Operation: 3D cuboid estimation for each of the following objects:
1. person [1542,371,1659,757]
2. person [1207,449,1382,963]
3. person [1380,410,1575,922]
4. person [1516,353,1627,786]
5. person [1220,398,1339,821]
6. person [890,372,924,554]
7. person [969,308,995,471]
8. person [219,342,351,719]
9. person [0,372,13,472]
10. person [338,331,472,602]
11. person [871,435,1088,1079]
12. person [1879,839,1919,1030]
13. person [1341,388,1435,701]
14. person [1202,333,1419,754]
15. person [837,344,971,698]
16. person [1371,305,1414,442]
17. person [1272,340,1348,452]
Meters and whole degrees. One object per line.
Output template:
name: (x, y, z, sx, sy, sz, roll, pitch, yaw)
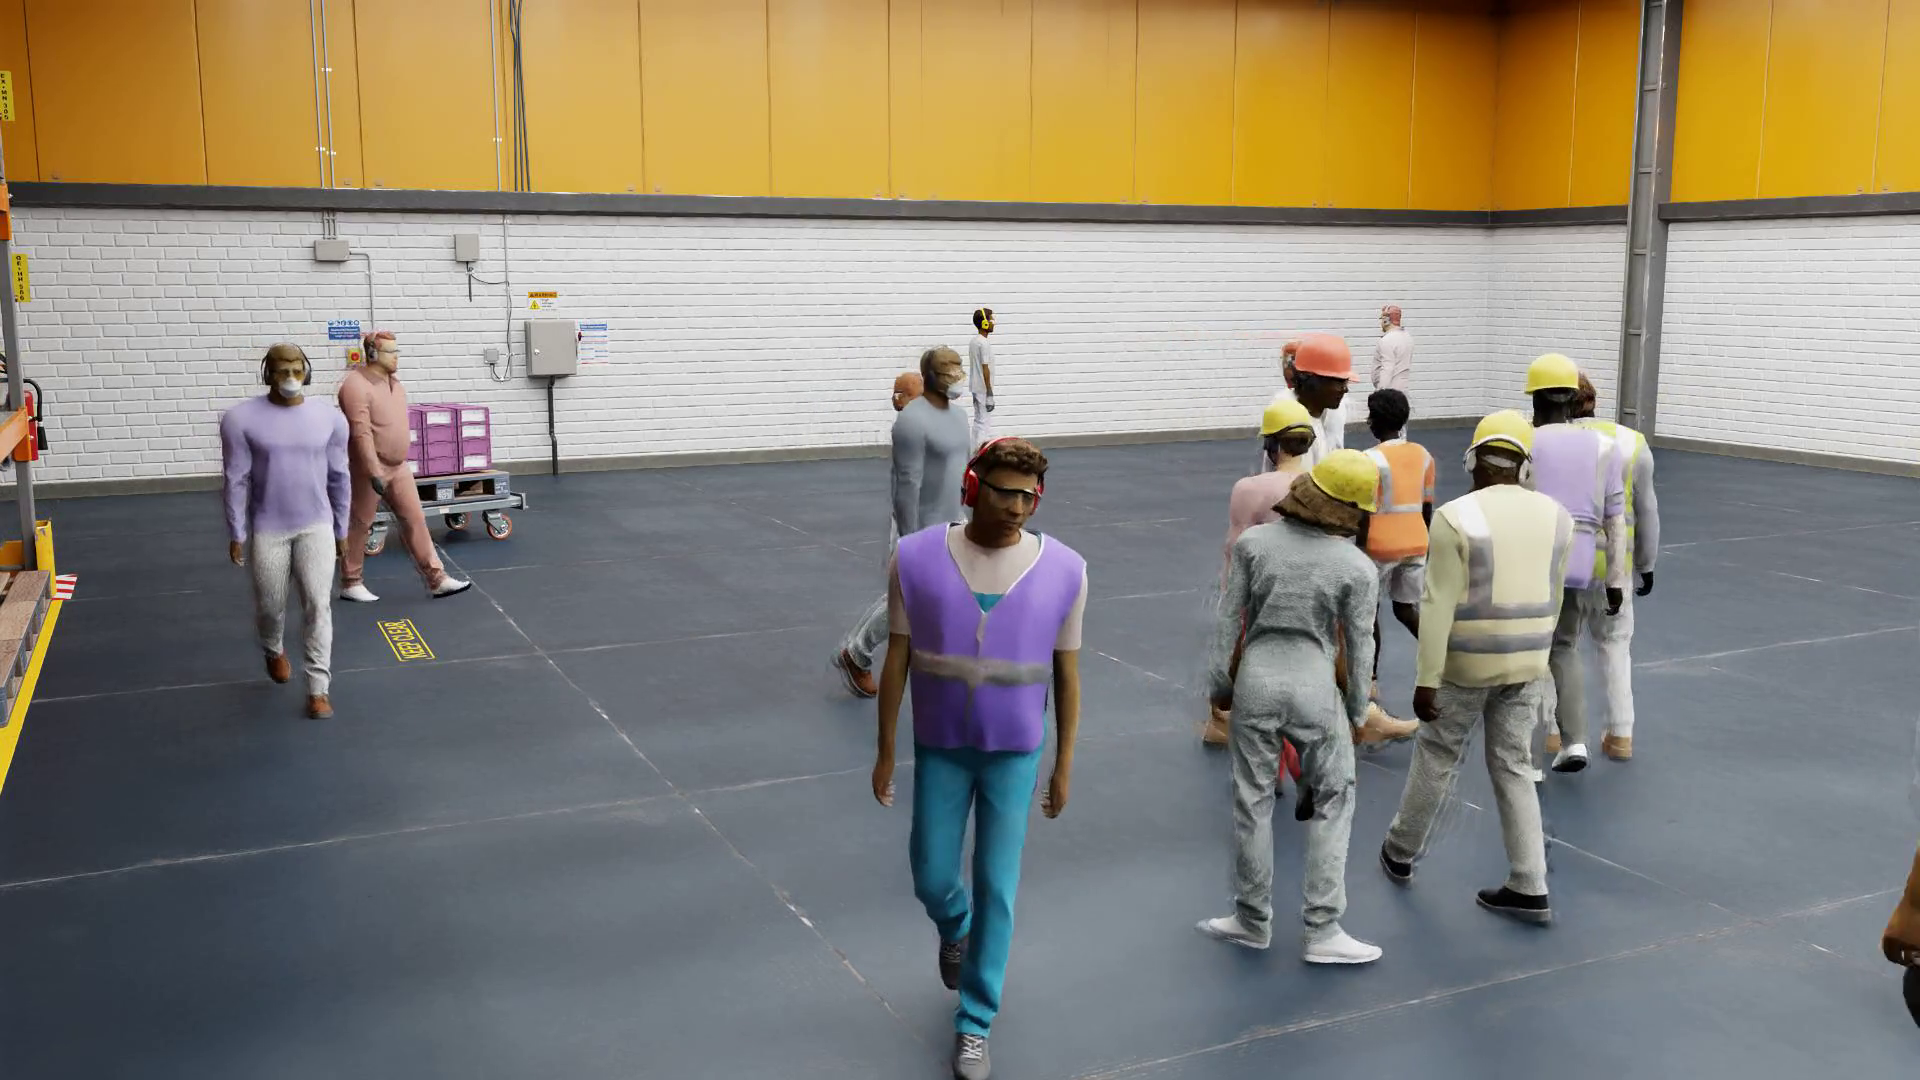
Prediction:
person: (2.889, 0.121, 7.754, 0.676, 1.808, 0.500, 5, 10, 26)
person: (1.104, 0.544, 5.499, 0.616, 1.699, 0.349, 3, 10, 20)
person: (1.852, 0.432, 5.930, 0.659, 1.774, 0.763, -3, 10, -19)
person: (2.598, 0.133, 7.370, 0.621, 1.906, 0.446, -1, 9, -6)
person: (1.391, 0.289, 6.923, 0.538, 1.737, 0.737, -4, 10, -21)
person: (-0.253, -0.265, 10.729, 0.491, 1.625, 0.513, 7, 11, 35)
person: (0.268, -1.602, 18.237, 0.328, 1.877, 0.511, -3, 10, -17)
person: (-3.479, -0.074, 8.633, 0.637, 1.919, 0.825, -5, 10, -28)
person: (-7.749, -0.723, 12.979, 0.920, 1.813, 0.532, 8, 12, 42)
person: (-3.861, -0.477, 11.315, 0.971, 1.860, 0.659, 3, 10, 17)
person: (0.054, 0.590, 4.802, 0.614, 1.819, 0.605, 0, 9, 2)
person: (2.286, 0.768, 3.701, 0.513, 1.825, 0.473, -8, 12, -40)
person: (2.302, 0.050, 8.615, 0.560, 1.667, 0.620, -5, 11, -30)
person: (1.624, 0.053, 7.621, 1.069, 1.980, 0.624, 4, 10, 22)
person: (-0.203, -0.066, 8.631, 0.935, 1.910, 0.642, 5, 10, 29)
person: (4.668, -1.594, 18.095, 0.401, 1.904, 0.649, 7, 11, 36)
person: (2.062, -0.261, 9.935, 0.393, 1.866, 0.617, -7, 11, -36)
